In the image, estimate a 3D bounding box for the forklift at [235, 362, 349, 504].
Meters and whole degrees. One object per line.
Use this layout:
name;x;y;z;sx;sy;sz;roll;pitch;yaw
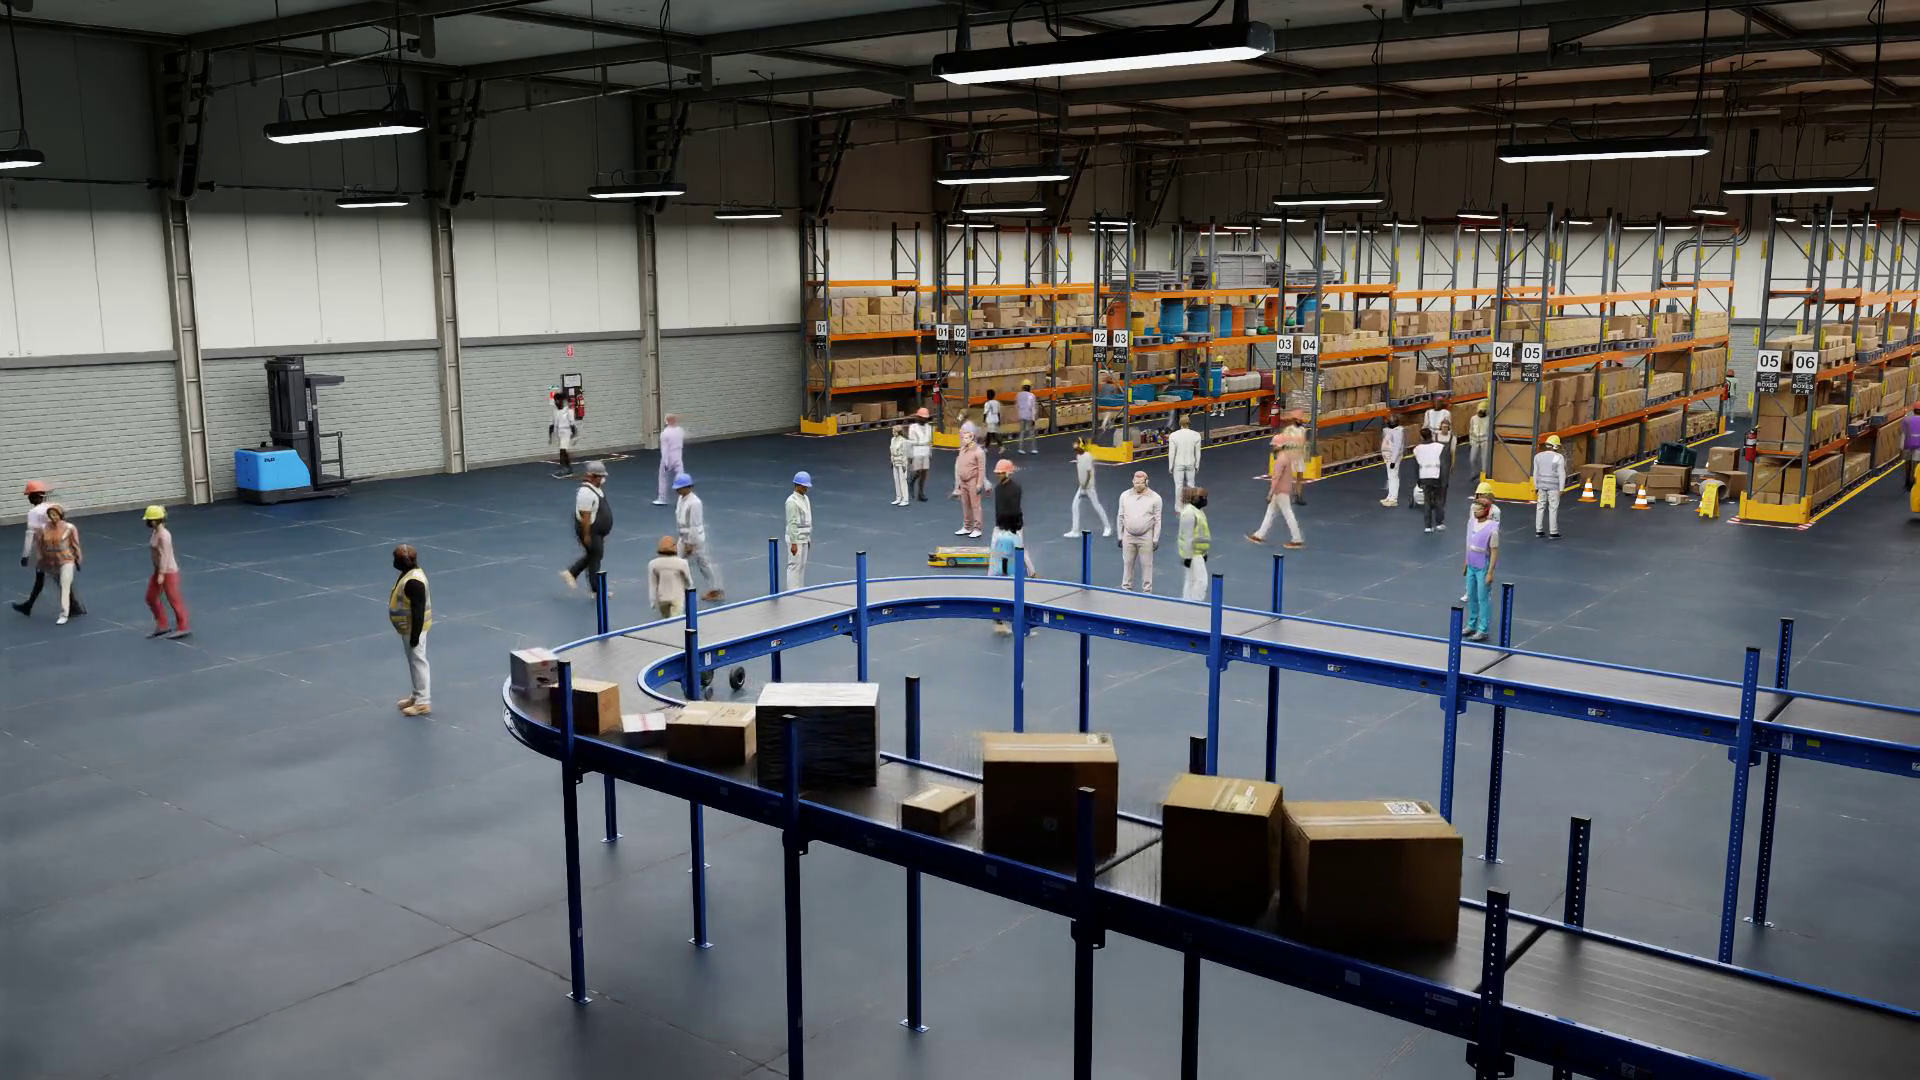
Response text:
forklift;-13.803;-2.244;32.110;1.129;2.768;1.873;8;13;37

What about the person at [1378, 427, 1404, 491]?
person;9.130;-1.850;33.320;0.721;1.608;0.548;-6;12;-32

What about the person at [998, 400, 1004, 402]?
person;1.088;-4.003;44.753;0.546;1.863;0.398;8;13;39

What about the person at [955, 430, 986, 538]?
person;0.168;-1.003;27.748;0.399;1.908;0.643;-7;13;-36

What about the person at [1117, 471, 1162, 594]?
person;2.543;-0.039;22.324;0.642;1.907;0.410;3;11;18

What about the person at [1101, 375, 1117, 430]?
person;4.310;-3.997;45.457;0.510;1.600;0.800;7;12;35

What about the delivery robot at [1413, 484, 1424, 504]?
delivery robot;9.260;-0.971;31.224;0.477;0.478;0.707;4;11;21

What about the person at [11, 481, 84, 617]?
person;-12.579;0.137;21.423;1.002;1.869;0.674;0;10;-3

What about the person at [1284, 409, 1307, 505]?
person;6.731;-1.692;31.575;0.561;1.919;0.734;-5;11;-25

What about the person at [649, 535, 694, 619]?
person;-3.487;0.729;18.878;0.507;1.592;0.819;2;10;10

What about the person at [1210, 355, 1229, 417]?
person;8.179;-4.851;49.337;0.589;1.930;0.362;7;12;35

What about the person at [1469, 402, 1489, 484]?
person;11.430;-2.127;34.336;0.613;1.809;0.628;7;12;35

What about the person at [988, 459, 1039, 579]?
person;0.741;-0.240;23.312;0.967;1.963;0.605;-8;13;-39

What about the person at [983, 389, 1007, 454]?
person;0.860;-2.996;39.671;0.840;1.666;0.530;7;12;35

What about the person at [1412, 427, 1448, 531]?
person;8.564;-1.106;28.451;0.687;1.860;0.748;5;11;26

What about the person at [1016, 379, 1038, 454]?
person;1.666;-3.121;39.702;0.601;1.896;0.654;6;12;30

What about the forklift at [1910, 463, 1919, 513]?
forklift;19.034;-1.348;28.998;2.313;2.155;1.214;8;13;37

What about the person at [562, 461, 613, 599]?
person;-5.408;-0.151;22.692;0.737;2.000;0.703;0;10;-2

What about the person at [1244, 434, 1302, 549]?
person;5.401;-0.829;26.669;1.012;1.937;0.644;3;11;18

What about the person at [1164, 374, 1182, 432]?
person;5.963;-3.798;43.983;0.538;1.724;0.891;6;12;31

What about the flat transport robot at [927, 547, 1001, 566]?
flat transport robot;0.197;0.260;25.356;1.431;0.197;0.652;0;10;1

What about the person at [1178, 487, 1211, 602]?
person;3.278;0.191;21.231;0.617;1.828;0.662;3;11;17

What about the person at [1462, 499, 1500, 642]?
person;6.710;0.379;20.191;0.414;1.847;0.619;-3;11;-17

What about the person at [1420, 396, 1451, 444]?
person;10.669;-2.293;35.121;0.606;1.867;0.418;7;12;33

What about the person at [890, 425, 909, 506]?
person;-1.214;-1.494;31.303;0.323;1.629;0.507;-6;12;-32

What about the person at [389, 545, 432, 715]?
person;-5.936;0.955;16.907;0.429;1.841;0.634;-5;11;-25

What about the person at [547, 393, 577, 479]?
person;-9.022;-2.335;35.203;0.638;1.916;0.961;5;11;26

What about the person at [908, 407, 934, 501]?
person;-0.791;-1.759;31.962;0.539;1.920;0.447;-8;13;-38

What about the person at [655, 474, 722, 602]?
person;-3.866;-0.020;22.289;1.046;1.879;0.617;-8;13;-37

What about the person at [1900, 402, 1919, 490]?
person;20.498;-2.024;33.564;0.564;1.889;1.016;7;12;34

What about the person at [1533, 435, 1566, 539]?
person;10.414;-0.937;27.610;0.403;1.822;0.588;-8;13;-38

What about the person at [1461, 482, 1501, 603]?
person;7.449;0.040;22.333;0.305;1.745;0.483;-8;13;-36

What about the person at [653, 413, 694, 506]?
person;-5.718;-1.606;31.248;0.920;1.870;0.640;7;12;36

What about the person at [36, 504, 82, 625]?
person;-12.230;0.292;21.311;0.516;1.602;0.823;0;10;-1

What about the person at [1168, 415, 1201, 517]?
person;4.296;-1.420;30.009;0.629;1.937;0.377;-1;10;-4

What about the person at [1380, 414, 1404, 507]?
person;8.643;-1.601;31.315;0.429;1.837;0.621;2;10;10

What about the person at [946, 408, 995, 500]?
person;0.231;-1.775;32.143;0.942;1.902;0.631;-2;10;-11

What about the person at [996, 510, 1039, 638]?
person;0.774;0.436;20.281;0.729;1.664;0.552;3;10;15

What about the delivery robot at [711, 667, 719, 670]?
delivery robot;-2.827;1.297;17.716;0.335;0.223;0.698;4;11;22

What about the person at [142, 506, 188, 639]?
person;-10.323;0.426;20.152;0.609;1.746;0.540;-10;14;-43

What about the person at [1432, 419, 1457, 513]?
person;9.478;-1.490;30.763;0.518;1.821;0.776;4;11;22

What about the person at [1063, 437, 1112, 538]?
person;2.304;-0.950;27.788;0.906;1.806;0.536;-6;12;-29

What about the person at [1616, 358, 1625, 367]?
person;20.736;-4.866;49.592;0.626;1.894;0.728;-8;13;-39

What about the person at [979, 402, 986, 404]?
person;0.721;-4.235;46.204;0.594;1.817;0.431;7;12;34

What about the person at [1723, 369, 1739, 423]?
person;23.301;-4.362;47.421;0.502;1.632;0.284;4;11;19

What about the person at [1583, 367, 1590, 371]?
person;18.081;-4.079;45.239;0.528;1.847;0.711;9;14;42

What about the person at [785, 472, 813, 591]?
person;-2.253;-0.004;22.032;0.412;1.938;0.605;3;10;14
